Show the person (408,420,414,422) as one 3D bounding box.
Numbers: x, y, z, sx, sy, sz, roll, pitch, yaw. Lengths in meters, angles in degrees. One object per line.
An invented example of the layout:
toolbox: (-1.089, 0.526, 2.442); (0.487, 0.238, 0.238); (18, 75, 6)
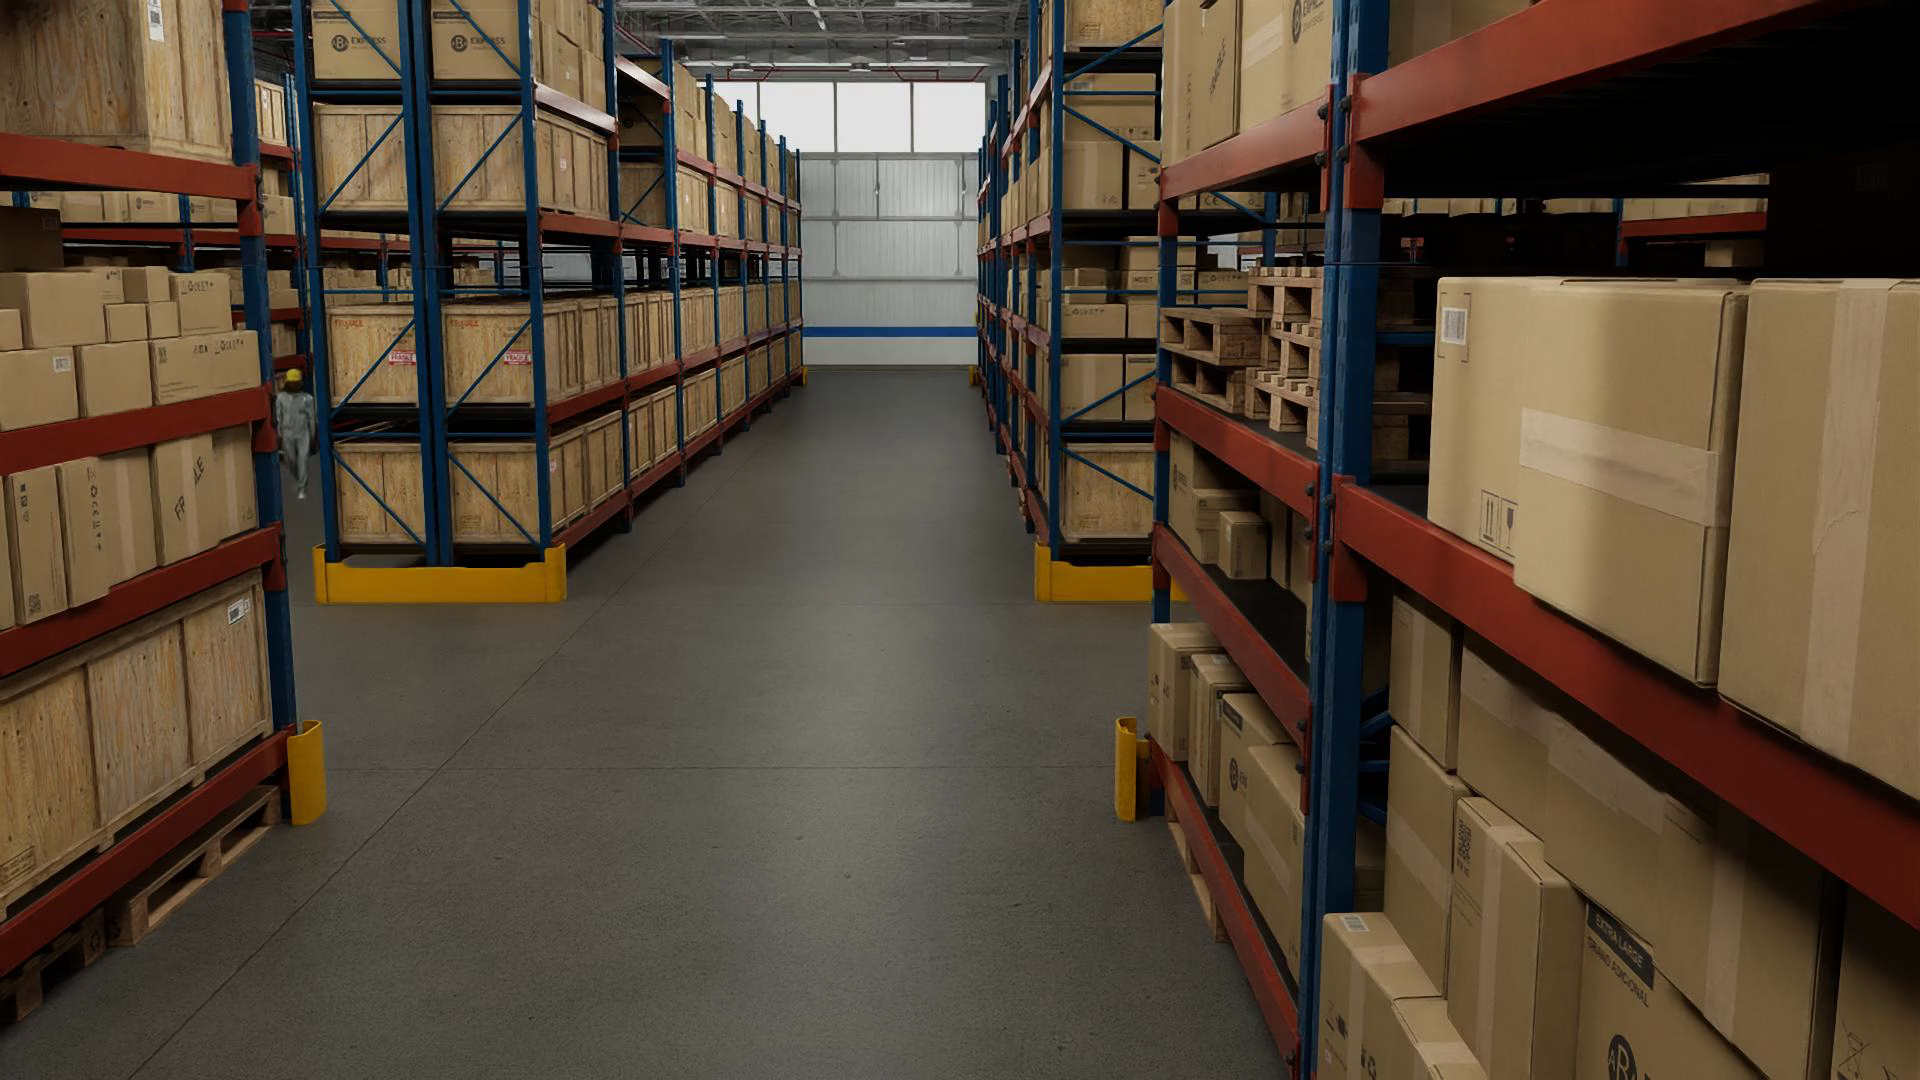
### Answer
person: (-9.353, -2.575, 28.700); (0.680, 1.872, 0.863); (-1, 9, -8)

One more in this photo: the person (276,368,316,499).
person: (-8.787, -1.419, 22.045); (0.500, 1.731, 0.457); (-2, 10, -13)
